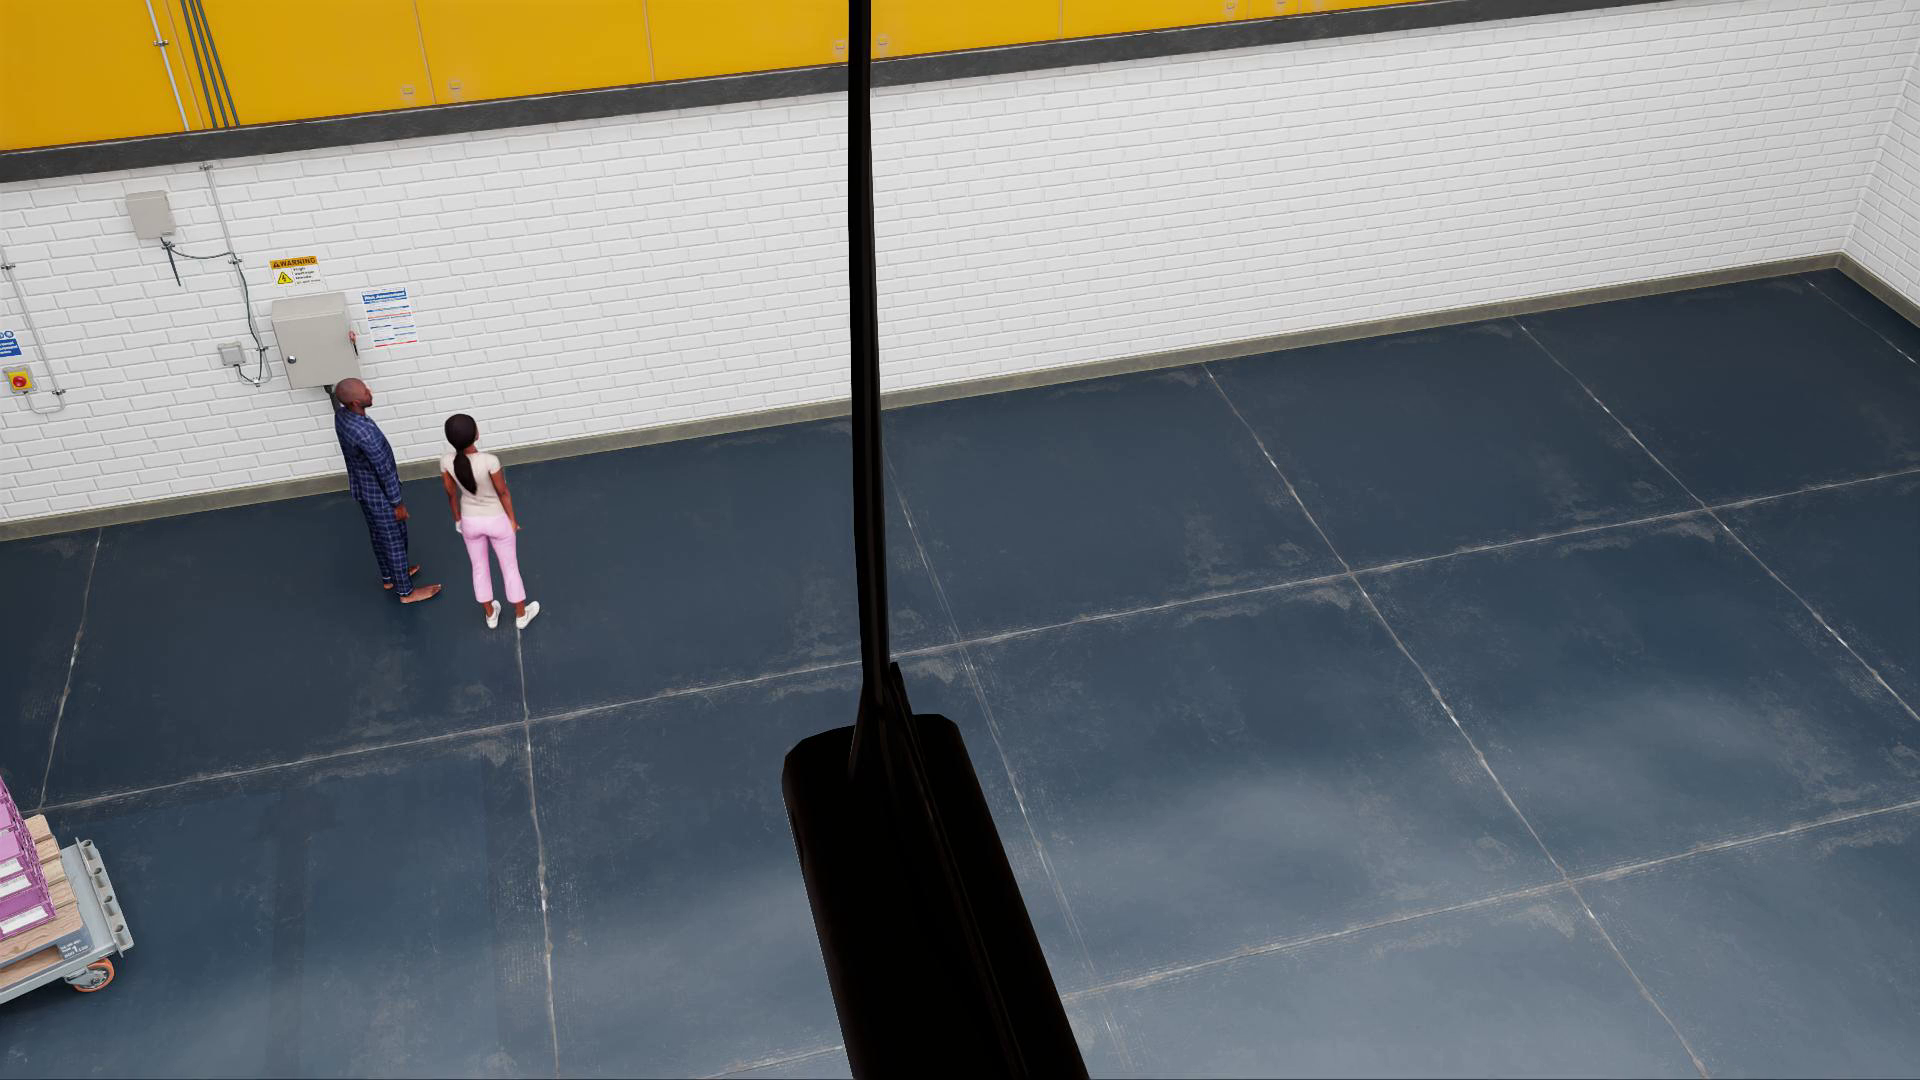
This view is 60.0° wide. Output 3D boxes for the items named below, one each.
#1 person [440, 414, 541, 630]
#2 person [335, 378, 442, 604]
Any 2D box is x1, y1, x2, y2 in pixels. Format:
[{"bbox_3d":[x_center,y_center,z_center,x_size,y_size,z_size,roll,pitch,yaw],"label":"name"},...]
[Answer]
[{"bbox_3d":[-3.224,-0.116,11.286,0.641,1.743,0.618,3,39,4],"label":"person"},{"bbox_3d":[-4.036,-0.352,11.520,0.814,1.819,0.701,-30,47,-32],"label":"person"}]
